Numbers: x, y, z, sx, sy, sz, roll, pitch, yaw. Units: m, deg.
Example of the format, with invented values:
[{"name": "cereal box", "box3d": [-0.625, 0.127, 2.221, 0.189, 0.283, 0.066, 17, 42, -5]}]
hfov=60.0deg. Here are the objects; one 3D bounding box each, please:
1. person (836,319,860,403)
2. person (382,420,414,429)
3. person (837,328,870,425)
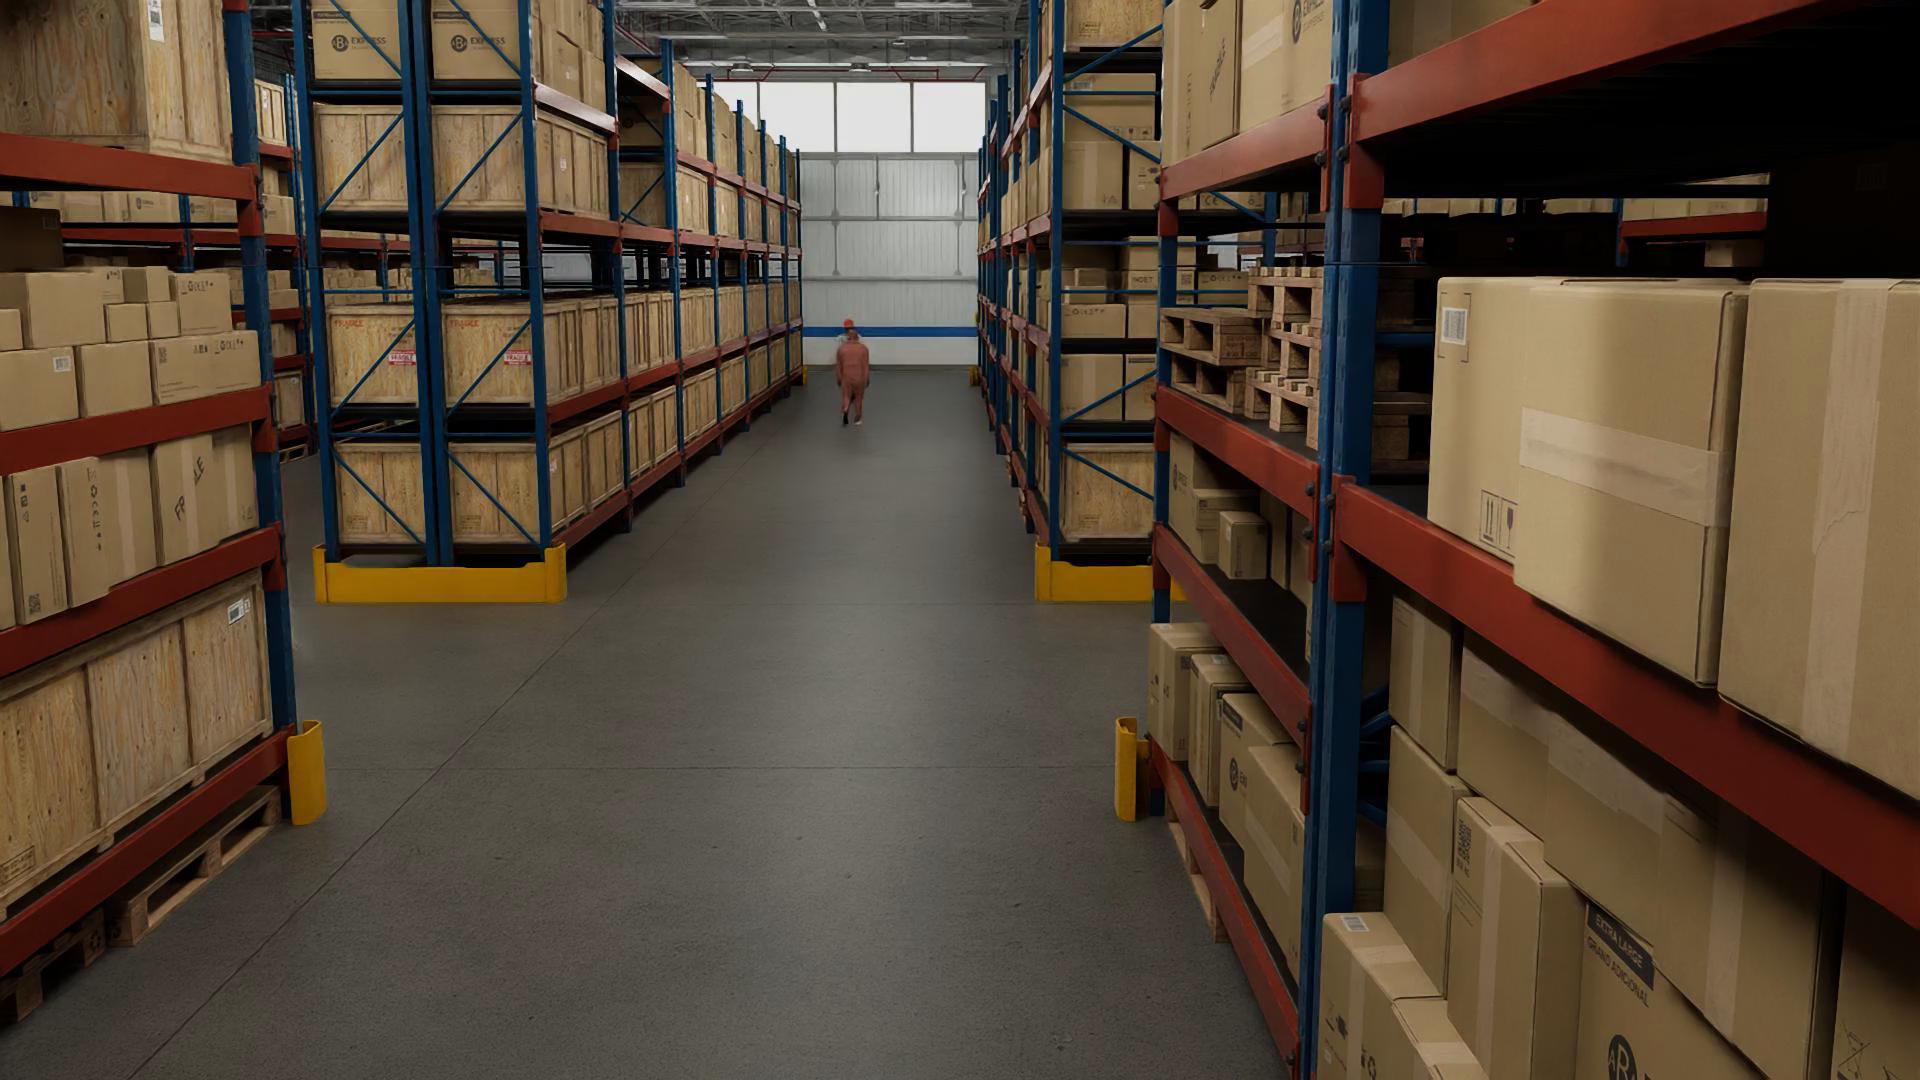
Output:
[{"name": "person", "box3d": [-2.500, -4.011, 37.386, 0.559, 1.914, 0.582, -1, 9, -8]}, {"name": "person", "box3d": [-6.666, -1.130, 20.025, 0.562, 1.828, 0.416, -6, 11, -32]}, {"name": "person", "box3d": [-2.057, -3.151, 32.221, 0.639, 1.887, 0.467, 1, 9, 7]}]
